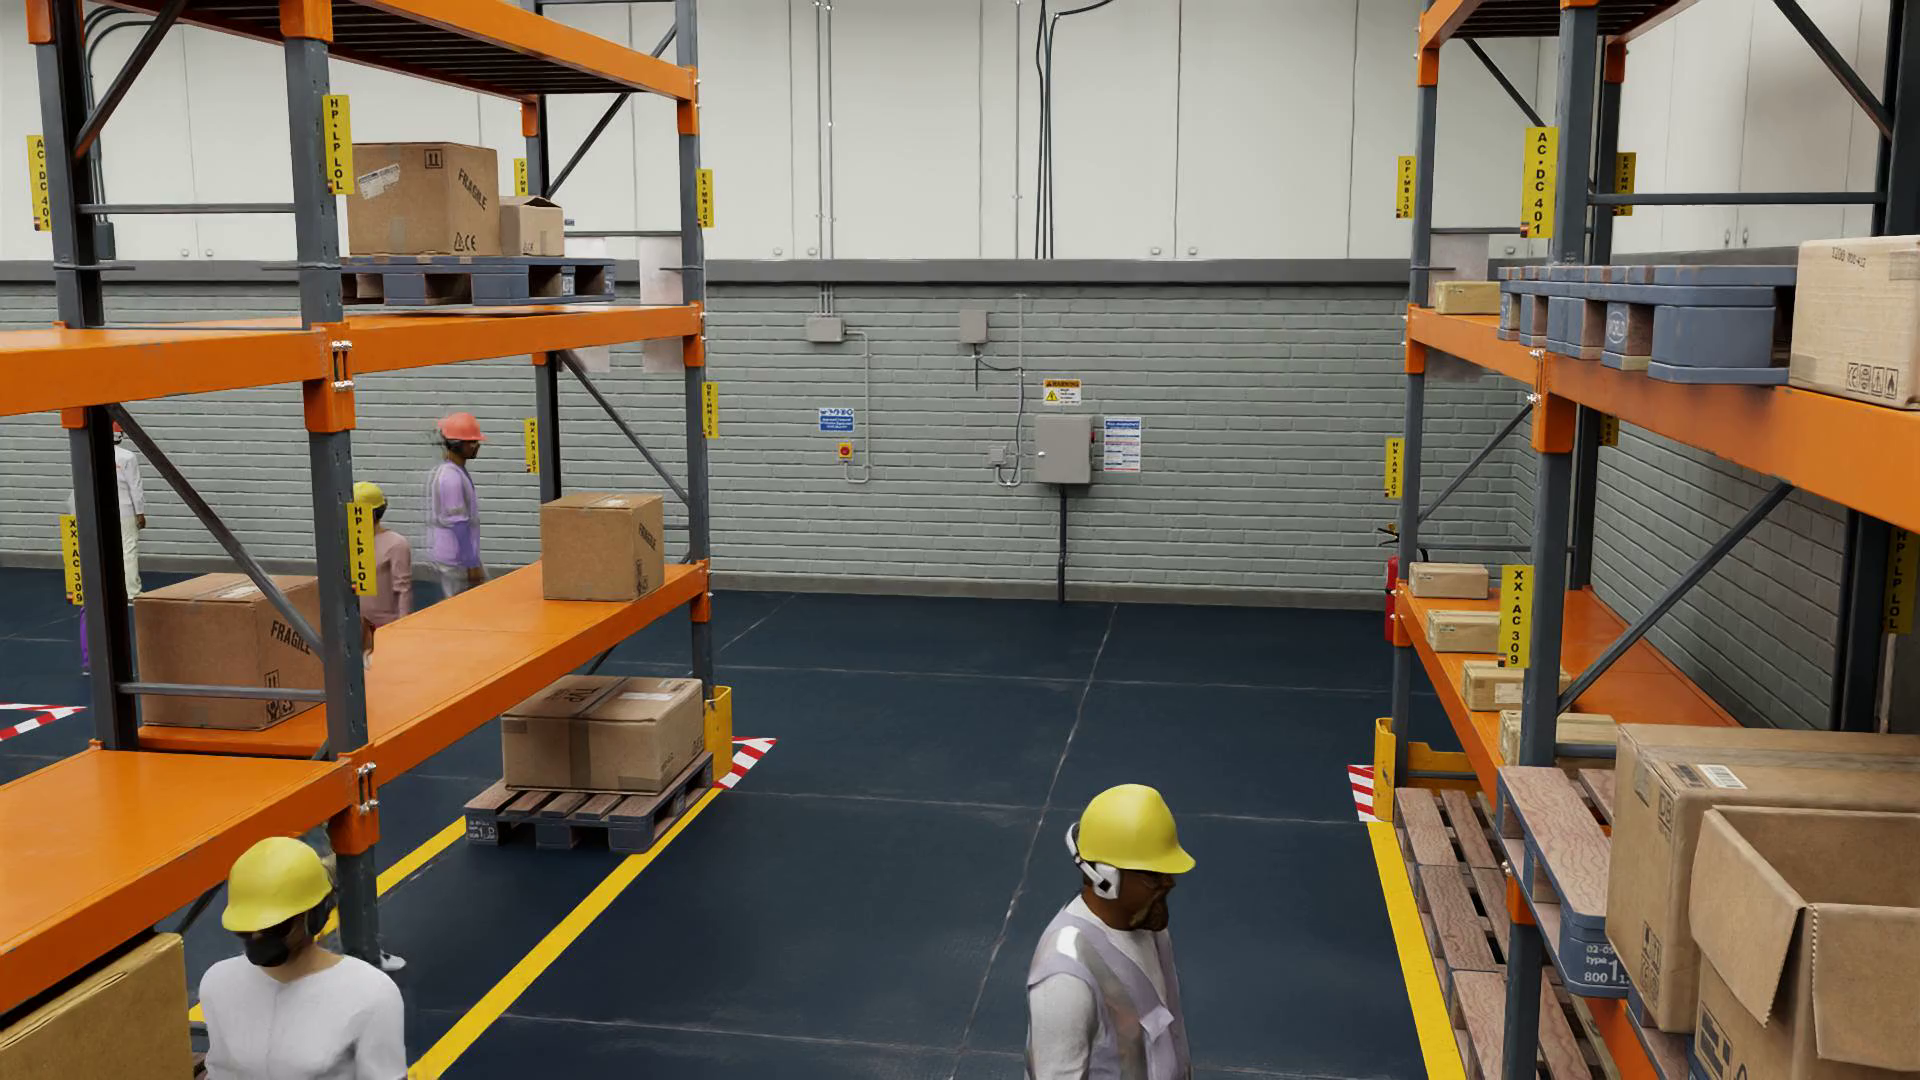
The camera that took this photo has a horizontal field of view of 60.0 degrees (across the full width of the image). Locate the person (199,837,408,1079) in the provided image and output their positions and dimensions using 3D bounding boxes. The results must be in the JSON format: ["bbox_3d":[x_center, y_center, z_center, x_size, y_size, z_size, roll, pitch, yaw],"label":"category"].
[{"bbox_3d":[-1.549,1.551,3.846,0.545,1.733,0.813,1,9,6],"label":"person"}]

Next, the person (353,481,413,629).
[{"bbox_3d":[-3.595,0.510,10.220,0.545,1.759,0.331,3,10,20],"label":"person"}]

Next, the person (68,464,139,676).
[{"bbox_3d":[-6.399,0.158,12.412,0.573,1.746,0.346,8,12,42],"label":"person"}]

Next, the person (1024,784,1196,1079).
[{"bbox_3d":[0.363,1.476,4.087,0.408,1.824,0.586,4,10,24],"label":"person"}]

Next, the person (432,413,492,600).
[{"bbox_3d":[-3.467,0.098,11.963,0.786,2.019,0.626,-1,9,-9],"label":"person"}]
